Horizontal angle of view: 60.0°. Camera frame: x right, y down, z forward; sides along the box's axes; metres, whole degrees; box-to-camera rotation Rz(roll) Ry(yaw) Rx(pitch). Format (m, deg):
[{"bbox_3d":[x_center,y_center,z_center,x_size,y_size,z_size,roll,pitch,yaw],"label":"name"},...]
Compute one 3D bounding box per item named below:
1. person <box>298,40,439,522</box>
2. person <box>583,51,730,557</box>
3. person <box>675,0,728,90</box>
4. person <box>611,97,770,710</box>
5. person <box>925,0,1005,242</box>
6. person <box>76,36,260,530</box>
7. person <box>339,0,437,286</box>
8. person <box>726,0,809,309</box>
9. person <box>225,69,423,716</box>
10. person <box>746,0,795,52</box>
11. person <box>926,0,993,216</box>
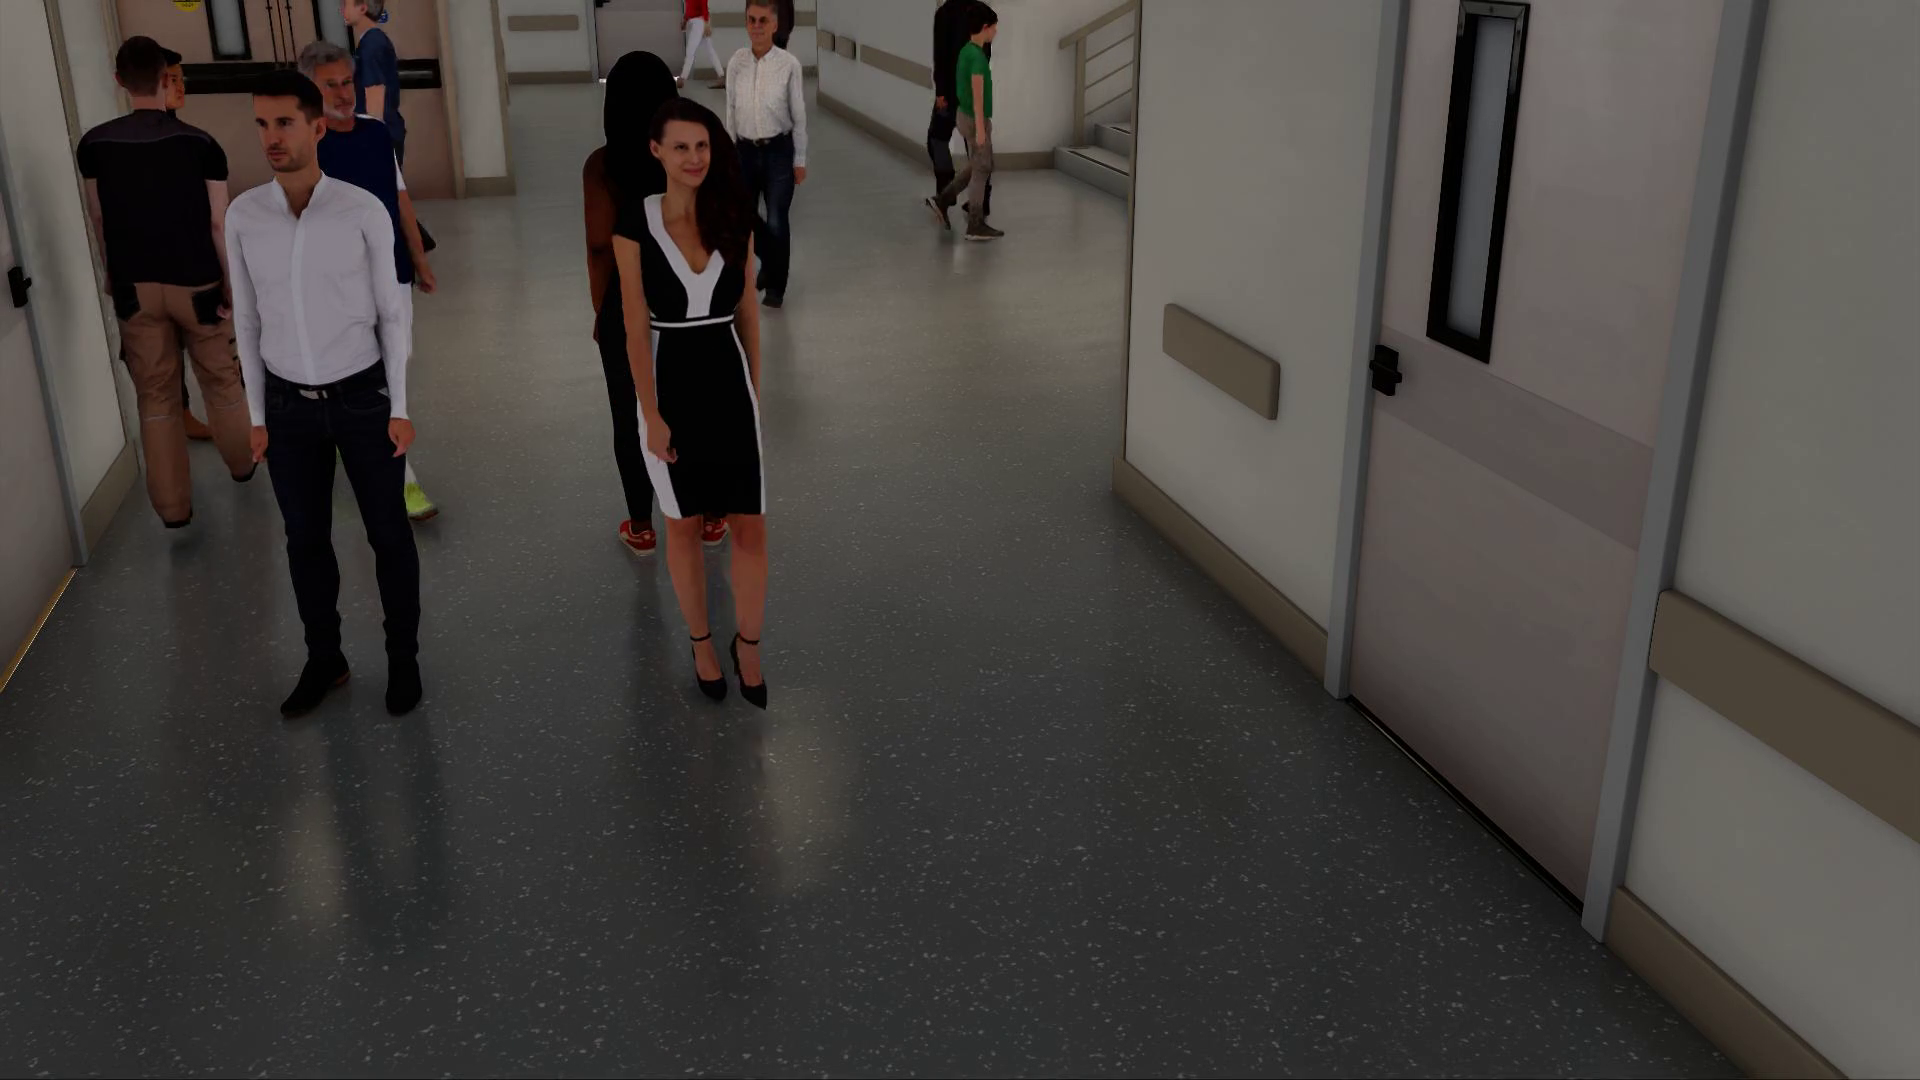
[{"bbox_3d":[-2.363,-1.015,6.511,1.148,1.803,1.120,11,23,26],"label":"person"},{"bbox_3d":[-1.094,-0.841,6.033,0.546,1.816,0.722,-7,22,-17],"label":"person"},{"bbox_3d":[-3.322,-6.725,21.800,1.121,1.652,0.648,-8,22,-21],"label":"person"},{"bbox_3d":[-0.803,-0.379,4.859,0.597,1.785,0.666,-9,22,-22],"label":"person"},{"bbox_3d":[0.019,-2.973,11.916,0.837,1.638,0.676,-1,21,-3],"label":"person"},{"bbox_3d":[-3.000,-0.916,6.260,1.102,1.797,0.746,-5,21,-14],"label":"person"},{"bbox_3d":[-3.525,-2.513,10.386,0.702,1.860,0.682,-7,22,-17],"label":"person"},{"bbox_3d":[-1.139,-2.312,9.929,0.818,1.808,0.877,5,21,13],"label":"person"},{"bbox_3d":[-1.820,-0.410,4.821,0.569,1.868,0.720,-1,21,-4],"label":"person"},{"bbox_3d":[-2.242,-6.139,20.039,1.116,1.803,0.811,-6,22,-16],"label":"person"},{"bbox_3d":[0.079,-3.470,12.824,0.872,1.923,0.968,-15,26,-35],"label":"person"}]
